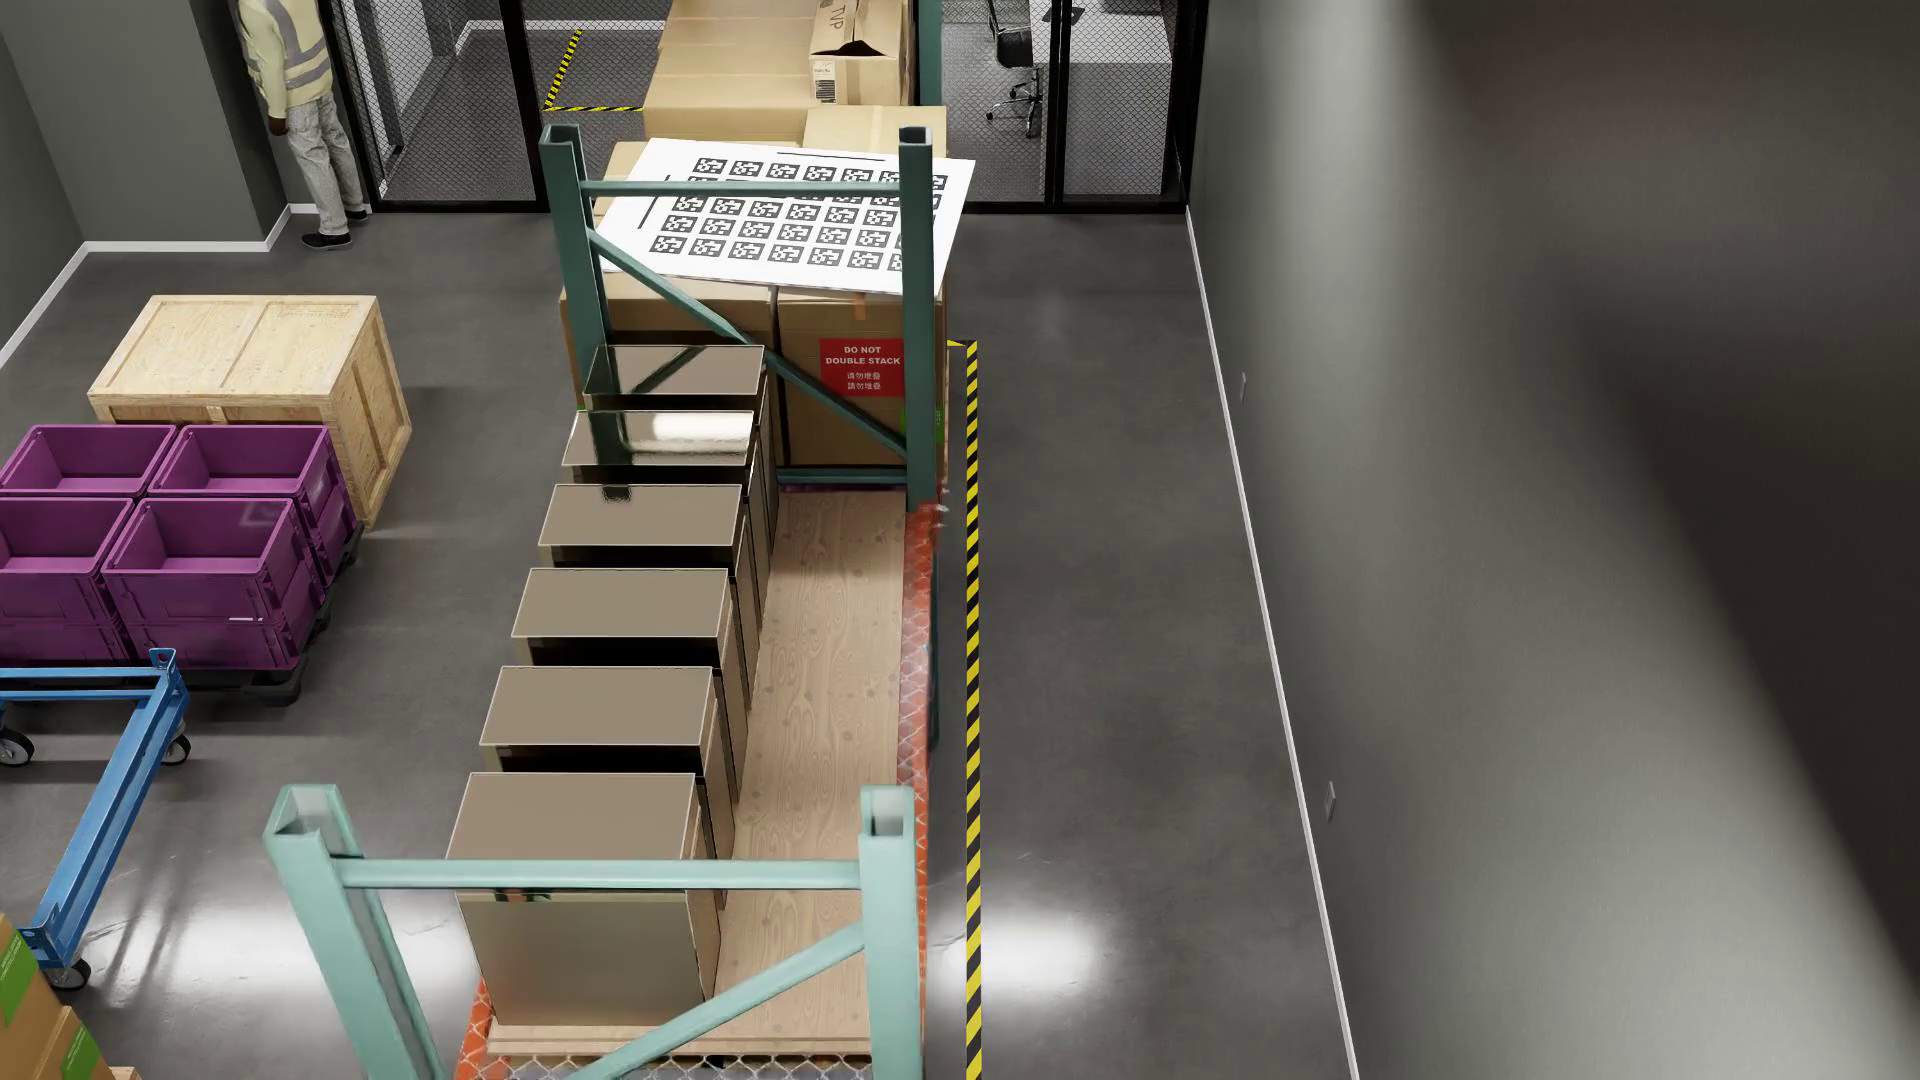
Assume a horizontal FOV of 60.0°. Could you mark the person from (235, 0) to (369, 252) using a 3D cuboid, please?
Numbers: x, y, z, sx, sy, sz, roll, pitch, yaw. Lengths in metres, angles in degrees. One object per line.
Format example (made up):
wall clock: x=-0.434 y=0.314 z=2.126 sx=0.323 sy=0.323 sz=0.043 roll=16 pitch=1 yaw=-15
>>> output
person: x=-3.483 y=-2.384 z=8.690 sx=0.404 sy=1.833 sz=0.592 roll=6 pitch=42 yaw=7
